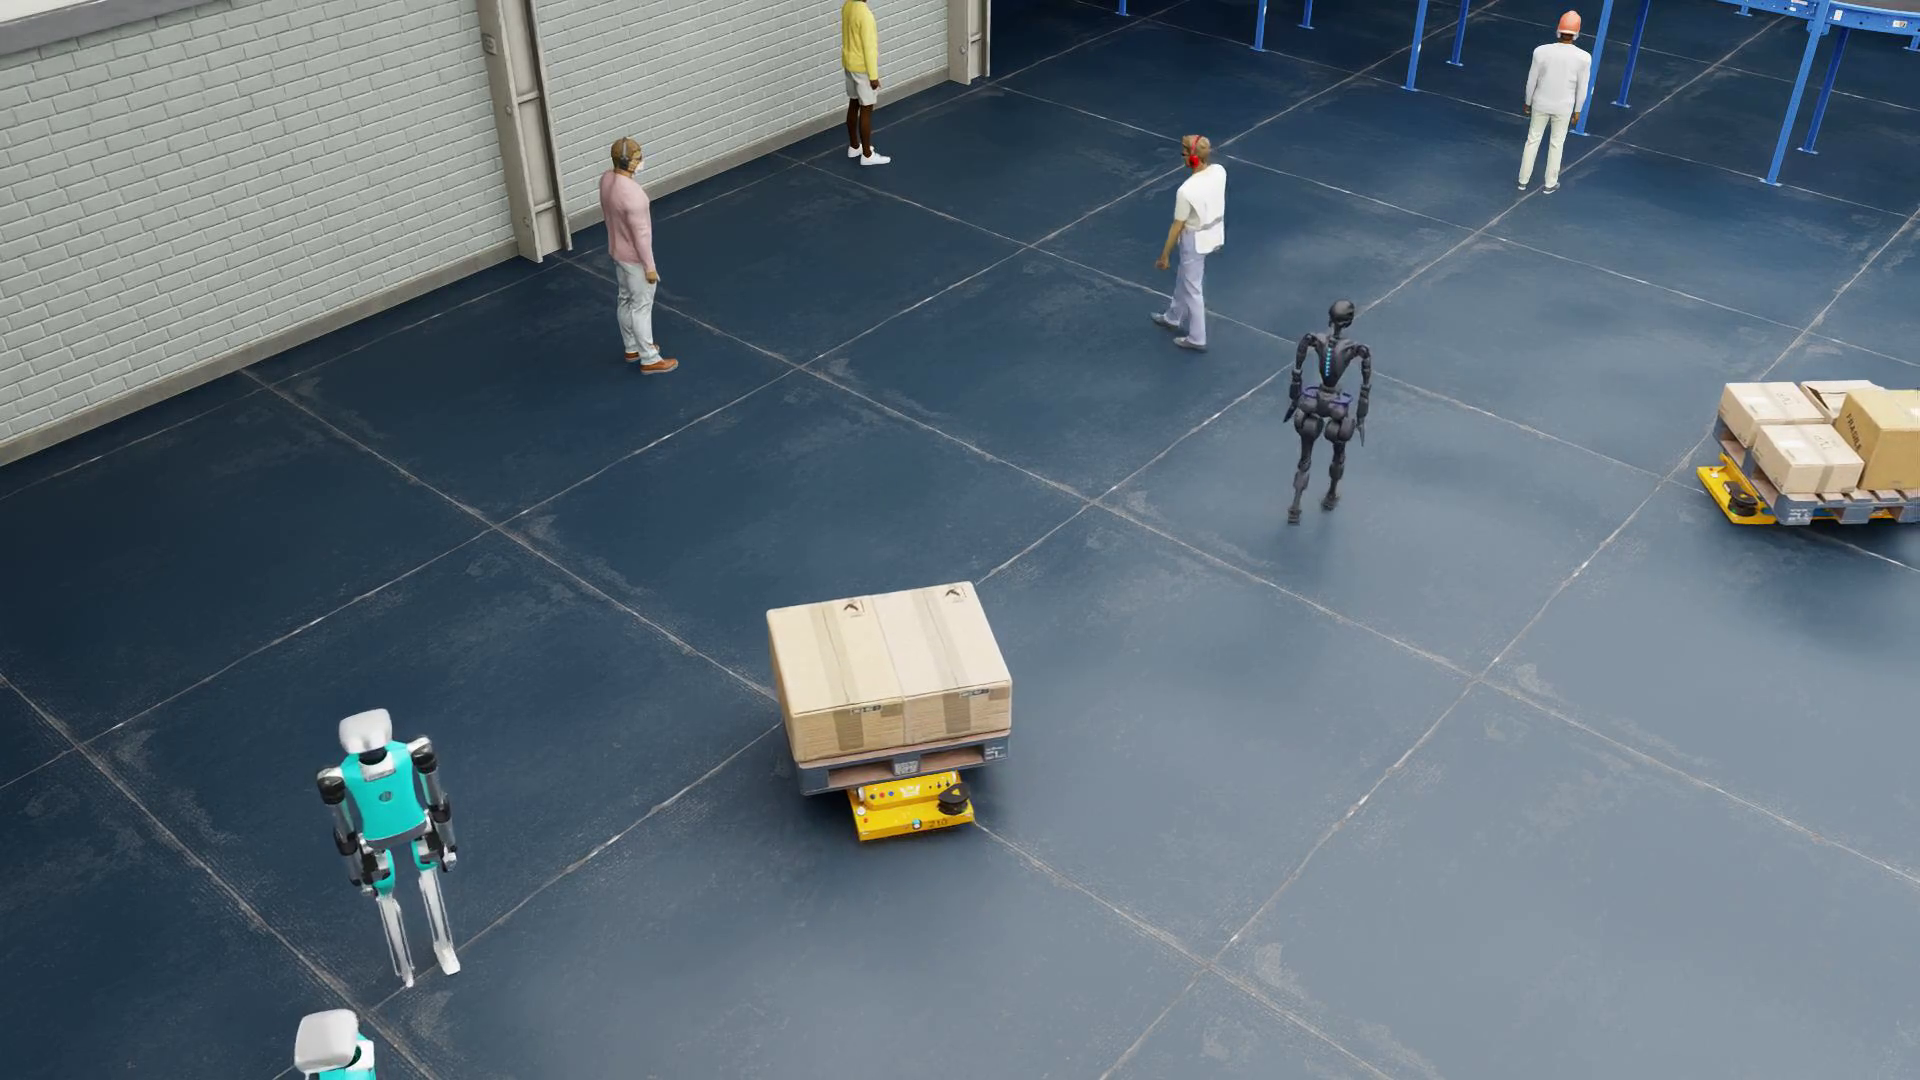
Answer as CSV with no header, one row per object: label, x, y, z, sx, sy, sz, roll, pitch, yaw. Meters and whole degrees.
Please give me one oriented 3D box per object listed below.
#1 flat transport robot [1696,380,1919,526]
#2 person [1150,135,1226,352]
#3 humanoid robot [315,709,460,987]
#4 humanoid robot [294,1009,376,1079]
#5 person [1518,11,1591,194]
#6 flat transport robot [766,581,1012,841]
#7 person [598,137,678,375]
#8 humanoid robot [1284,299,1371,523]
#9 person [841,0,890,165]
flat transport robot,6.122,-0.377,11.917,1.431,0.231,0.659,-1,35,-2
person,1.794,-2.403,13.414,0.660,1.827,0.591,24,42,30
humanoid robot,-2.749,1.441,8.087,0.536,1.782,0.664,-17,39,-23
humanoid robot,-2.530,2.523,6.507,0.724,1.718,0.531,-11,37,-15
person,5.720,-4.208,16.012,0.569,1.755,0.320,17,39,22
flat transport robot,-0.411,1.157,9.762,0.659,0.231,1.431,-8,36,-11
person,-2.566,-2.233,13.090,0.373,1.935,0.627,-21,40,-27
humanoid robot,2.518,-0.884,11.434,0.595,1.640,0.505,18,39,23
person,-0.980,-4.701,16.585,0.382,1.900,0.544,-17,39,-23
